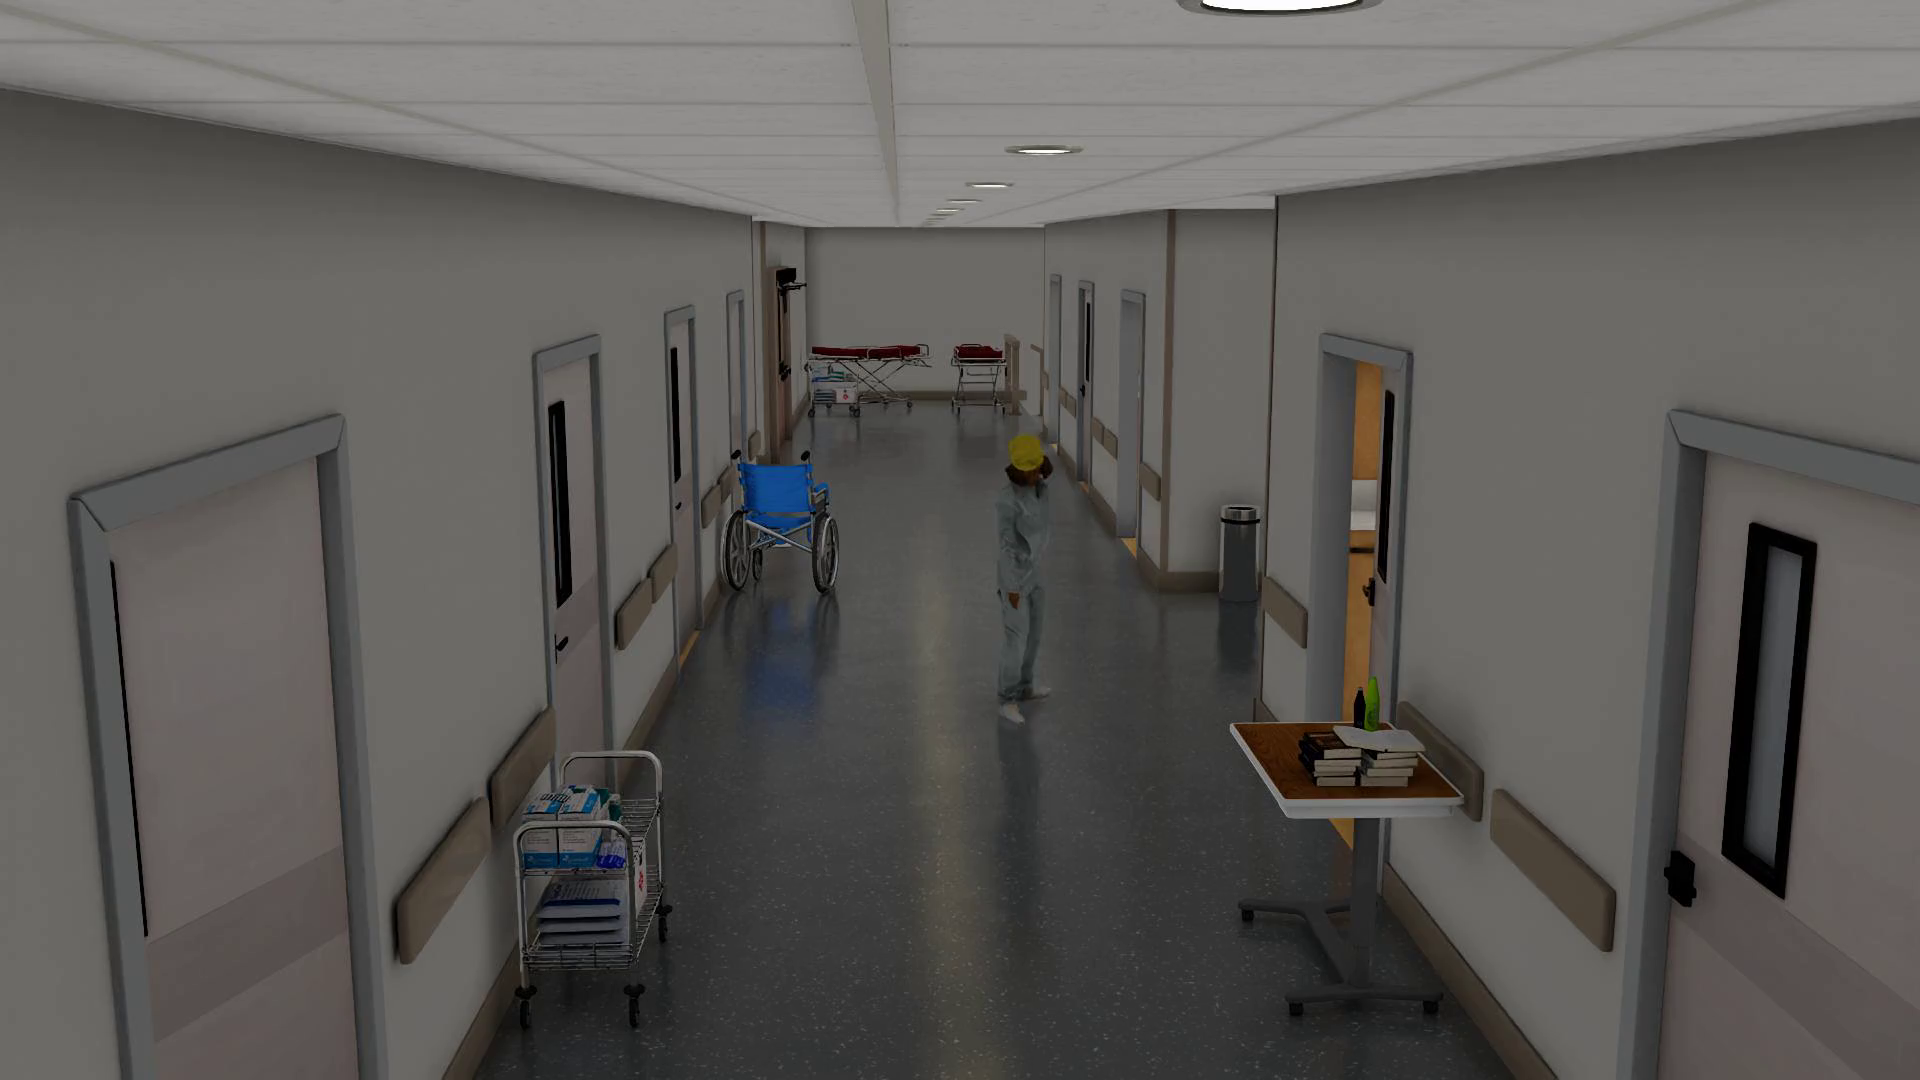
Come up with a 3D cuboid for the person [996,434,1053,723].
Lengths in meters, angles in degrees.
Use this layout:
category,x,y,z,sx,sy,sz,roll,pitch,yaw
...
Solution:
category,x,y,z,sx,sy,sz,roll,pitch,yaw
person,0.391,0.205,9.671,0.429,1.699,0.645,6,12,31
